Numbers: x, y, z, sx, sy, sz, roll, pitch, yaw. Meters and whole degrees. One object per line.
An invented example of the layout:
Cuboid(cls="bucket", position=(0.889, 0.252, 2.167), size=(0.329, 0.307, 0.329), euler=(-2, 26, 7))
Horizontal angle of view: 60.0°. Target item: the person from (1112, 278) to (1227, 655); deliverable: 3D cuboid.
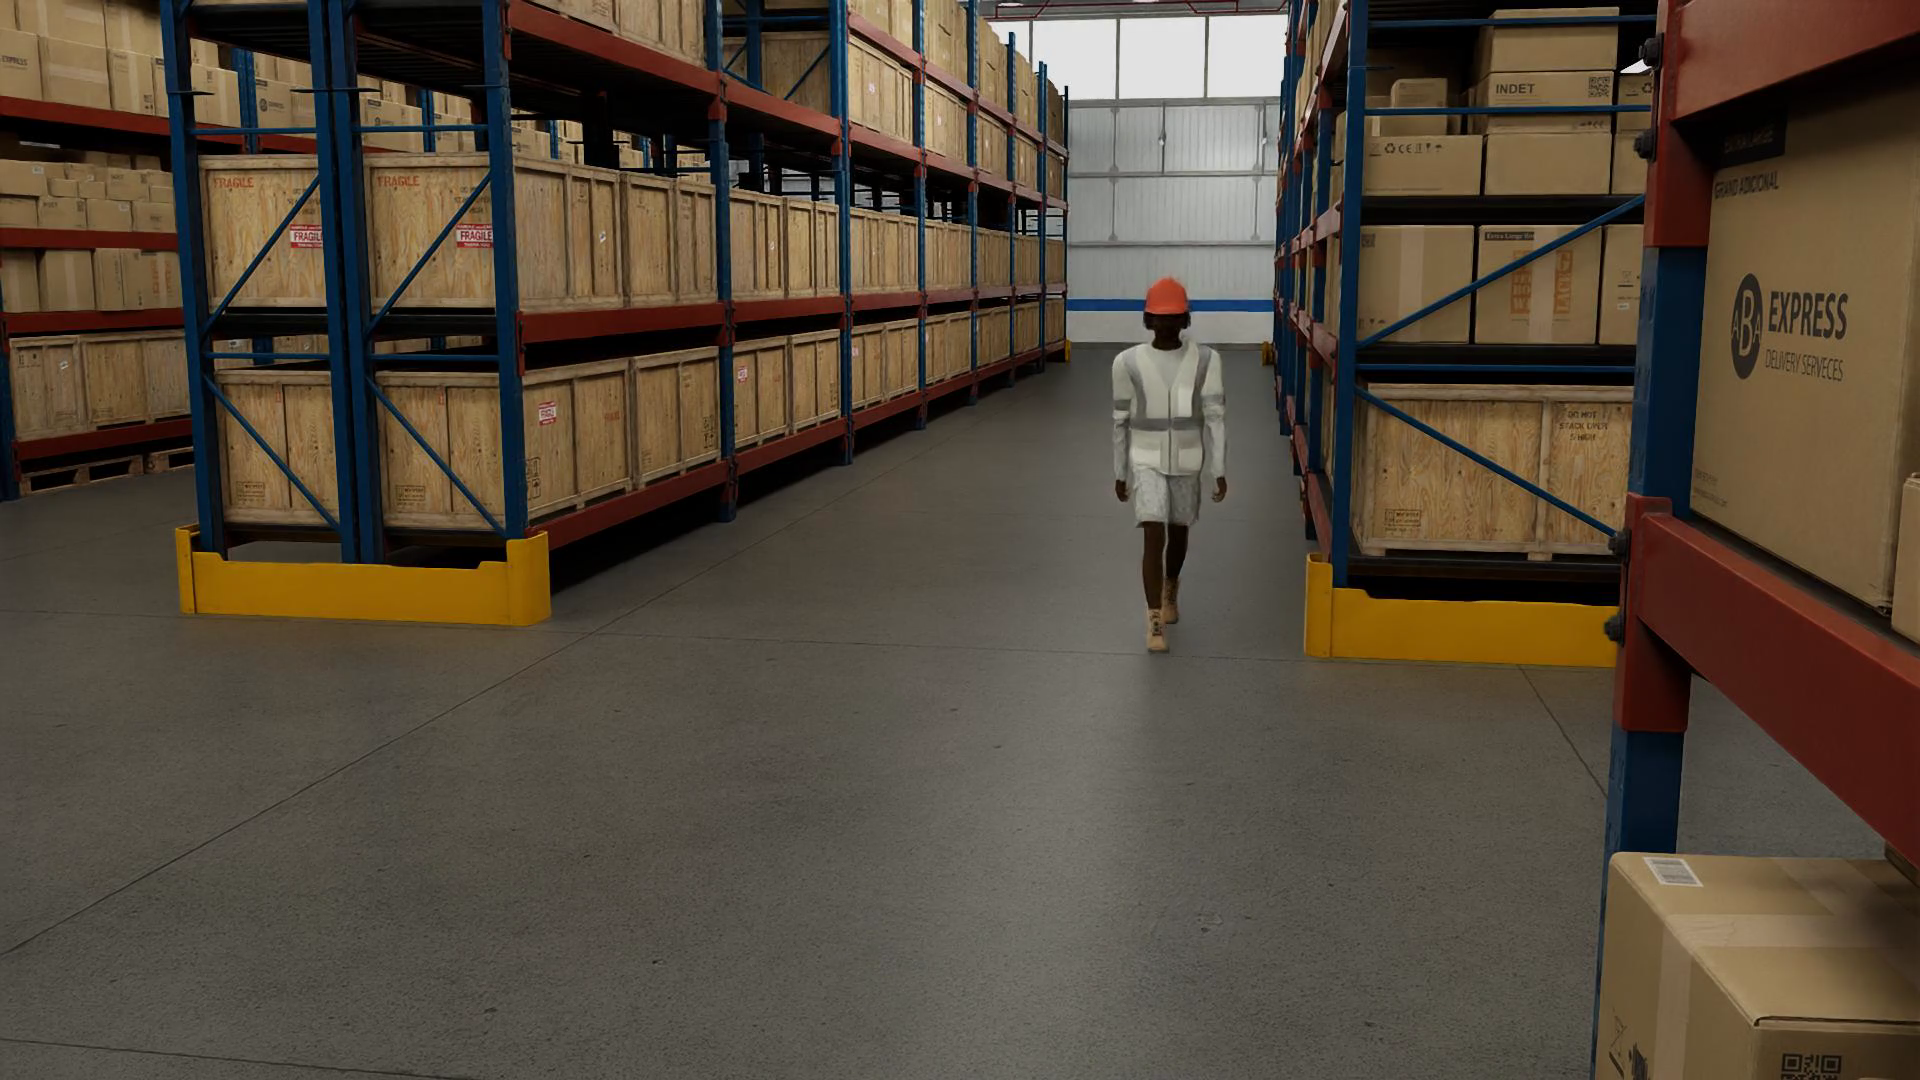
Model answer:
Cuboid(cls="person", position=(1.141, -0.439, 9.200), size=(0.620, 2.006, 1.044), euler=(0, 9, 1))
